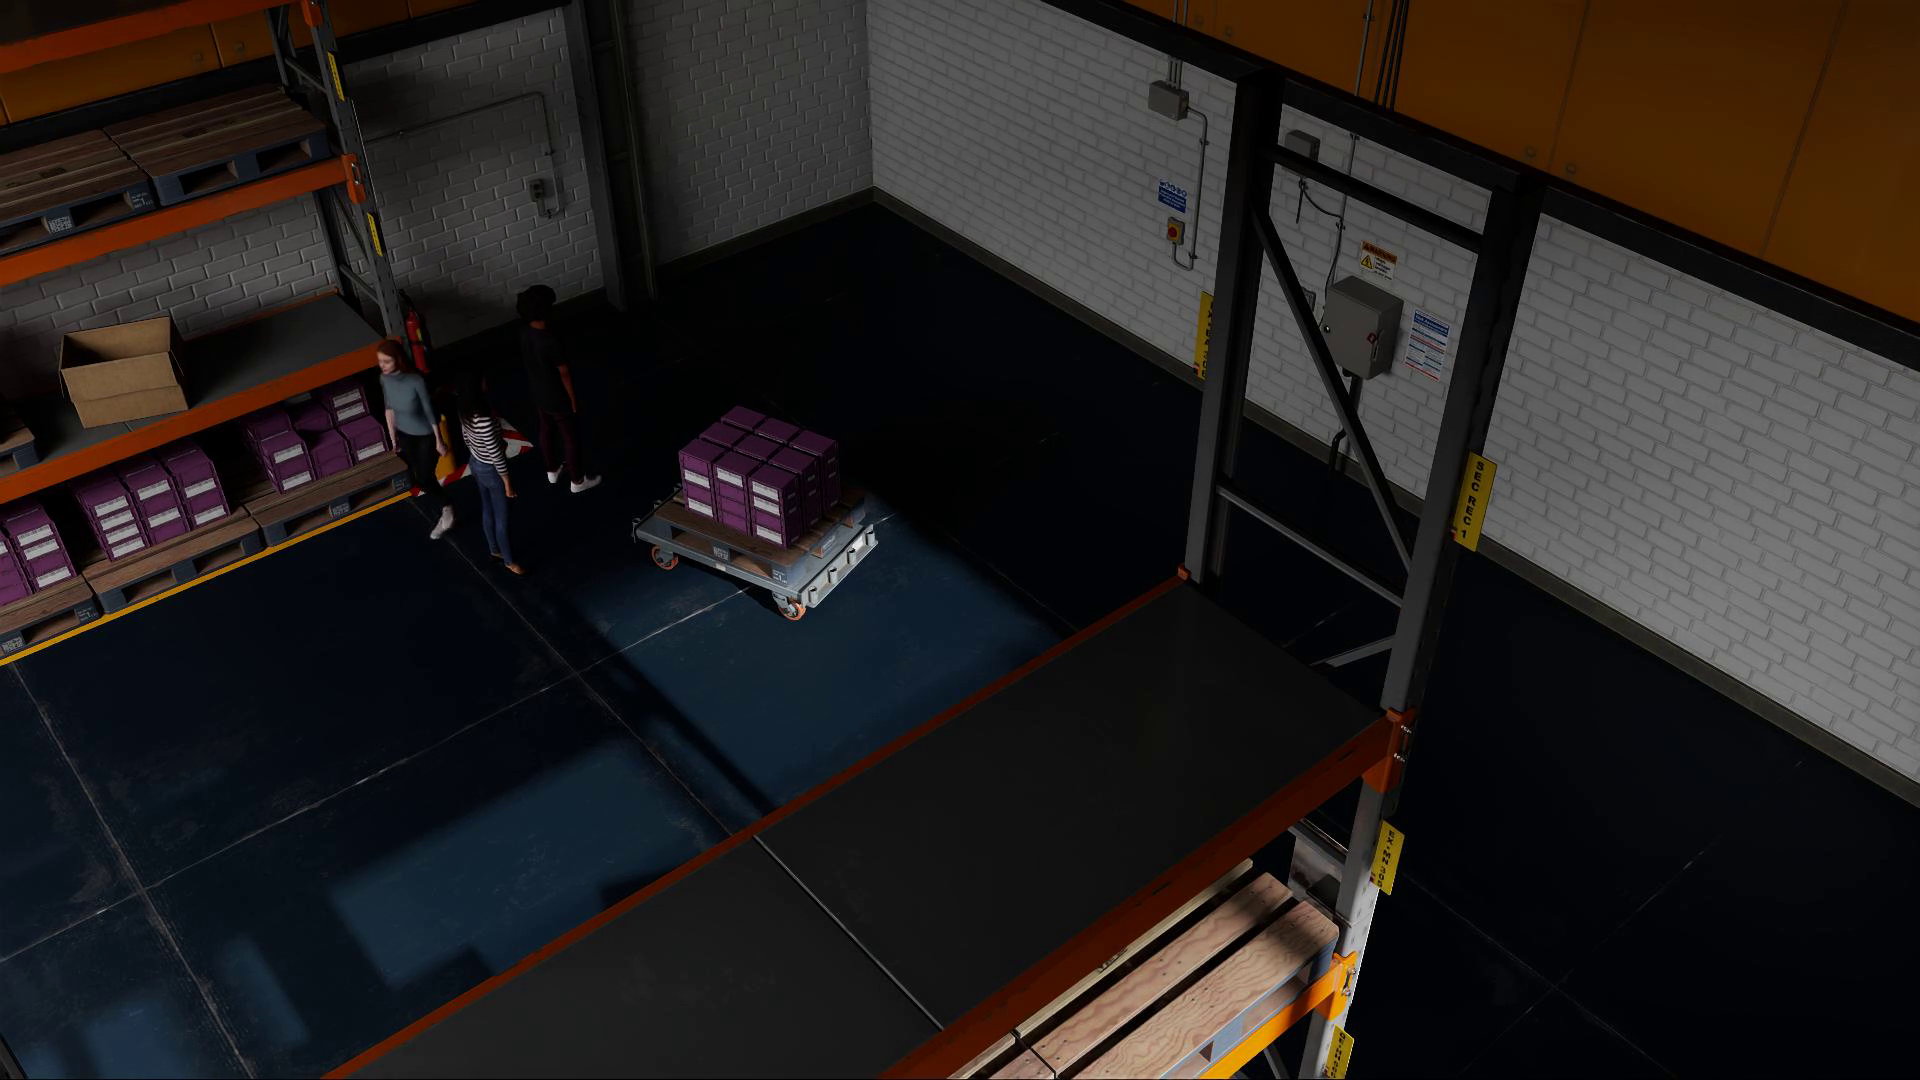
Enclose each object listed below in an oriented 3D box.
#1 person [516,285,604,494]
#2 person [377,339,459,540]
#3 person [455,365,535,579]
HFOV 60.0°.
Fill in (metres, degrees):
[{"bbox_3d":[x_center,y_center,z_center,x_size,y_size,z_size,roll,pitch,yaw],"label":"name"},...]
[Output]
[{"bbox_3d":[-3.153,-1.171,12.865,0.682,1.784,0.663,23,44,26],"label":"person"},{"bbox_3d":[-3.989,-0.792,12.431,0.709,1.732,0.737,15,41,18],"label":"person"},{"bbox_3d":[-3.385,-0.480,11.989,0.469,1.796,0.585,-28,47,-31],"label":"person"}]
